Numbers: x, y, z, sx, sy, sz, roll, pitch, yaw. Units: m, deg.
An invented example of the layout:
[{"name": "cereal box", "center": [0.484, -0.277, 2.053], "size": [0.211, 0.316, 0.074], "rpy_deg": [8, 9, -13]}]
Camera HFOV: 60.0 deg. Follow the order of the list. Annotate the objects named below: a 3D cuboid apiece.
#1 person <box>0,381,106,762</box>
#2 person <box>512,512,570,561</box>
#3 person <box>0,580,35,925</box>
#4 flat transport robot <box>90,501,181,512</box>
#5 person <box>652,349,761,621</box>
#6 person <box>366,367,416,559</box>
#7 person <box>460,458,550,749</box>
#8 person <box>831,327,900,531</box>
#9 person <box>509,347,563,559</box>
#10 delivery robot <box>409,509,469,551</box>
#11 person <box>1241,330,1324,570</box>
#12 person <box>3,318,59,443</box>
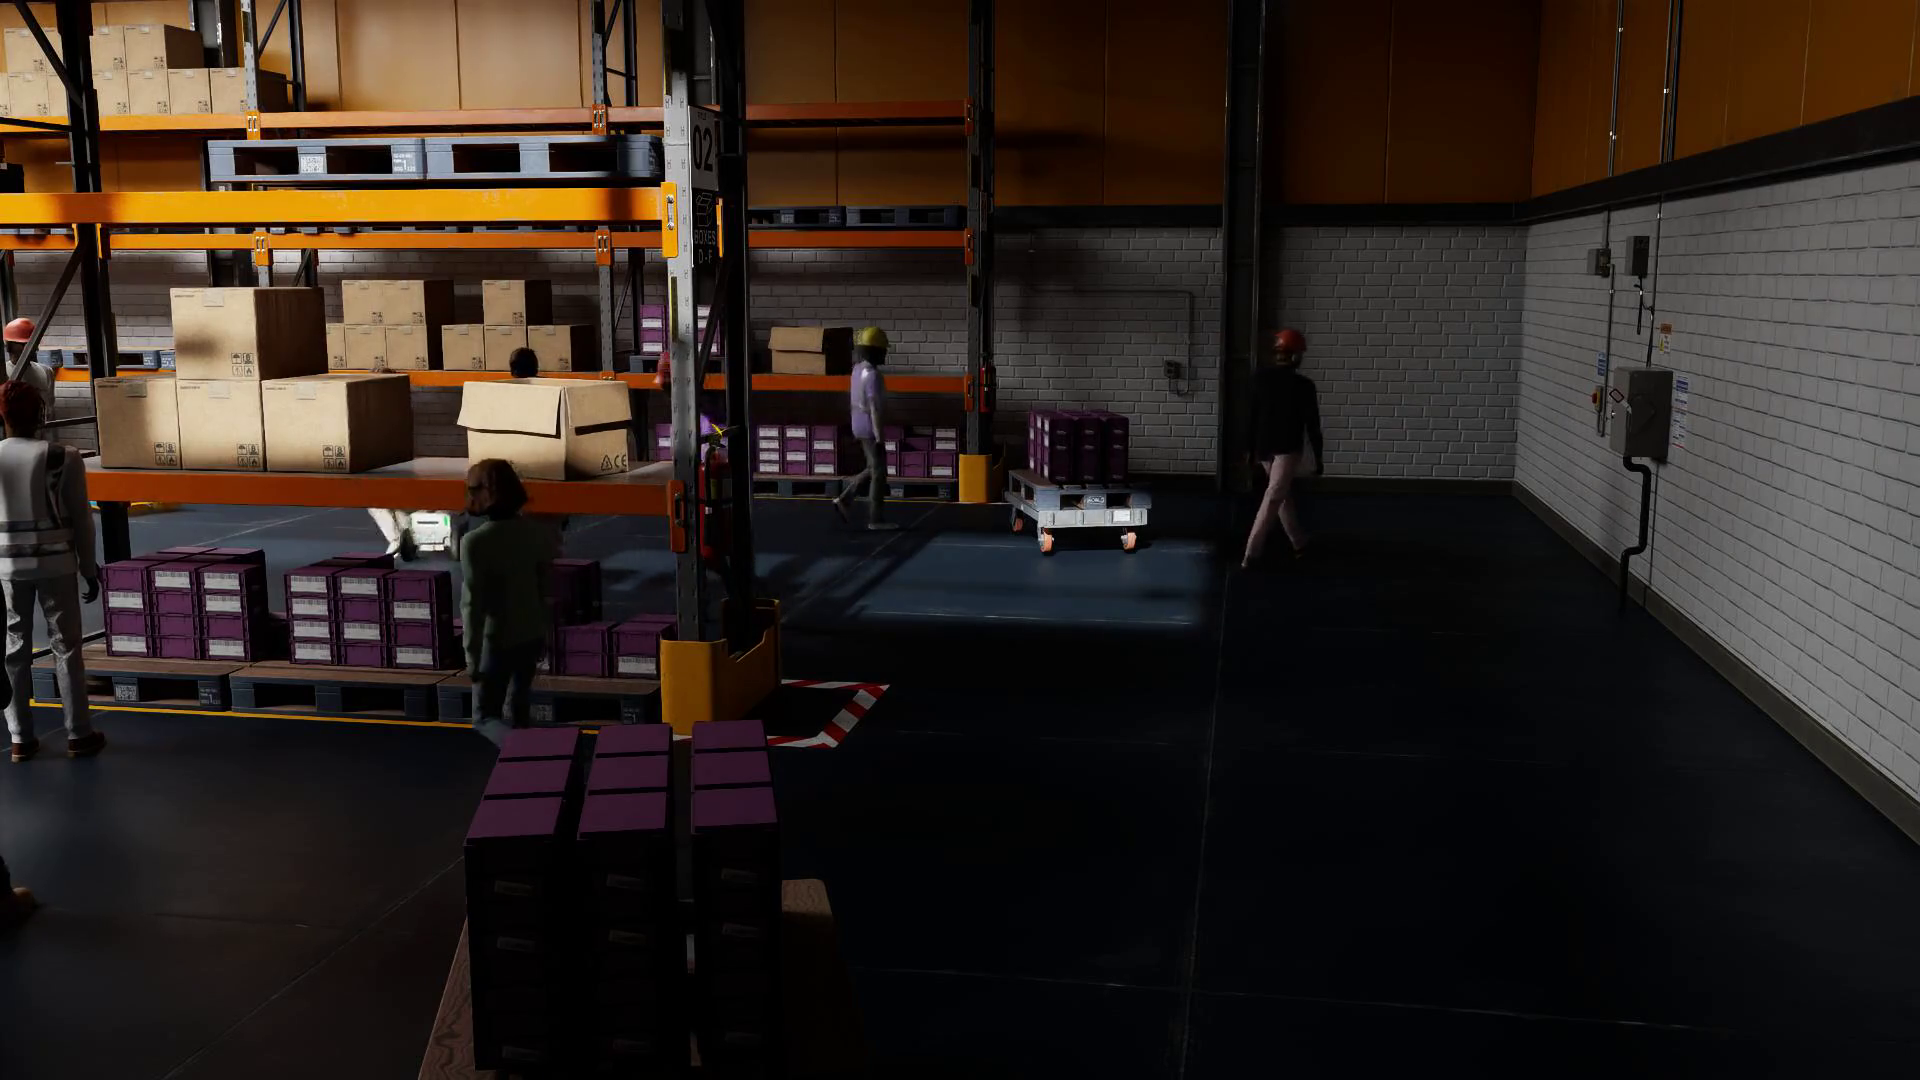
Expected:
[{"name": "person", "center": [-4.557, 0.156, 8.199], "size": [0.575, 1.885, 0.355], "rpy_deg": [-2, 9, -14]}, {"name": "person", "center": [-2.812, -0.162, 10.815], "size": [0.674, 1.673, 0.545], "rpy_deg": [1, 9, 9]}, {"name": "person", "center": [-3.792, 0.421, 6.073], "size": [0.688, 2.000, 0.535], "rpy_deg": [-1, 9, -4]}, {"name": "flat transport robot", "center": [-8.658, -0.454, 16.973], "size": [1.431, 0.197, 0.652], "rpy_deg": [6, 11, 35]}, {"name": "person", "center": [-1.723, -0.346, 11.265], "size": [0.638, 1.903, 0.584], "rpy_deg": [2, 9, 10]}, {"name": "person", "center": [-4.753, -0.625, 13.855], "size": [0.388, 1.620, 0.576], "rpy_deg": [3, 10, 17]}, {"name": "person", "center": [-1.911, 0.454, 7.195], "size": [0.523, 1.618, 0.506], "rpy_deg": [5, 10, 28]}, {"name": "person", "center": [-0.863, -1.016, 15.397], "size": [0.541, 1.907, 0.601], "rpy_deg": [-3, 10, -20]}, {"name": "person", "center": [-3.387, -0.601, 13.072], "size": [0.645, 1.826, 0.436], "rpy_deg": [1, 9, 8]}, {"name": "delivery robot", "center": [-4.398, -0.169, 14.041], "size": [0.477, 0.478, 0.707], "rpy_deg": [0, 9, -3]}, {"name": "person", "center": [2.660, -0.735, 13.566], "size": [1.087, 1.933, 0.637], "rpy_deg": [-8, 12, -39]}, {"name": "person", "center": [-7.468, -0.754, 13.356], "size": [0.372, 2.041, 0.615], "rpy_deg": [3, 10, 19]}]
